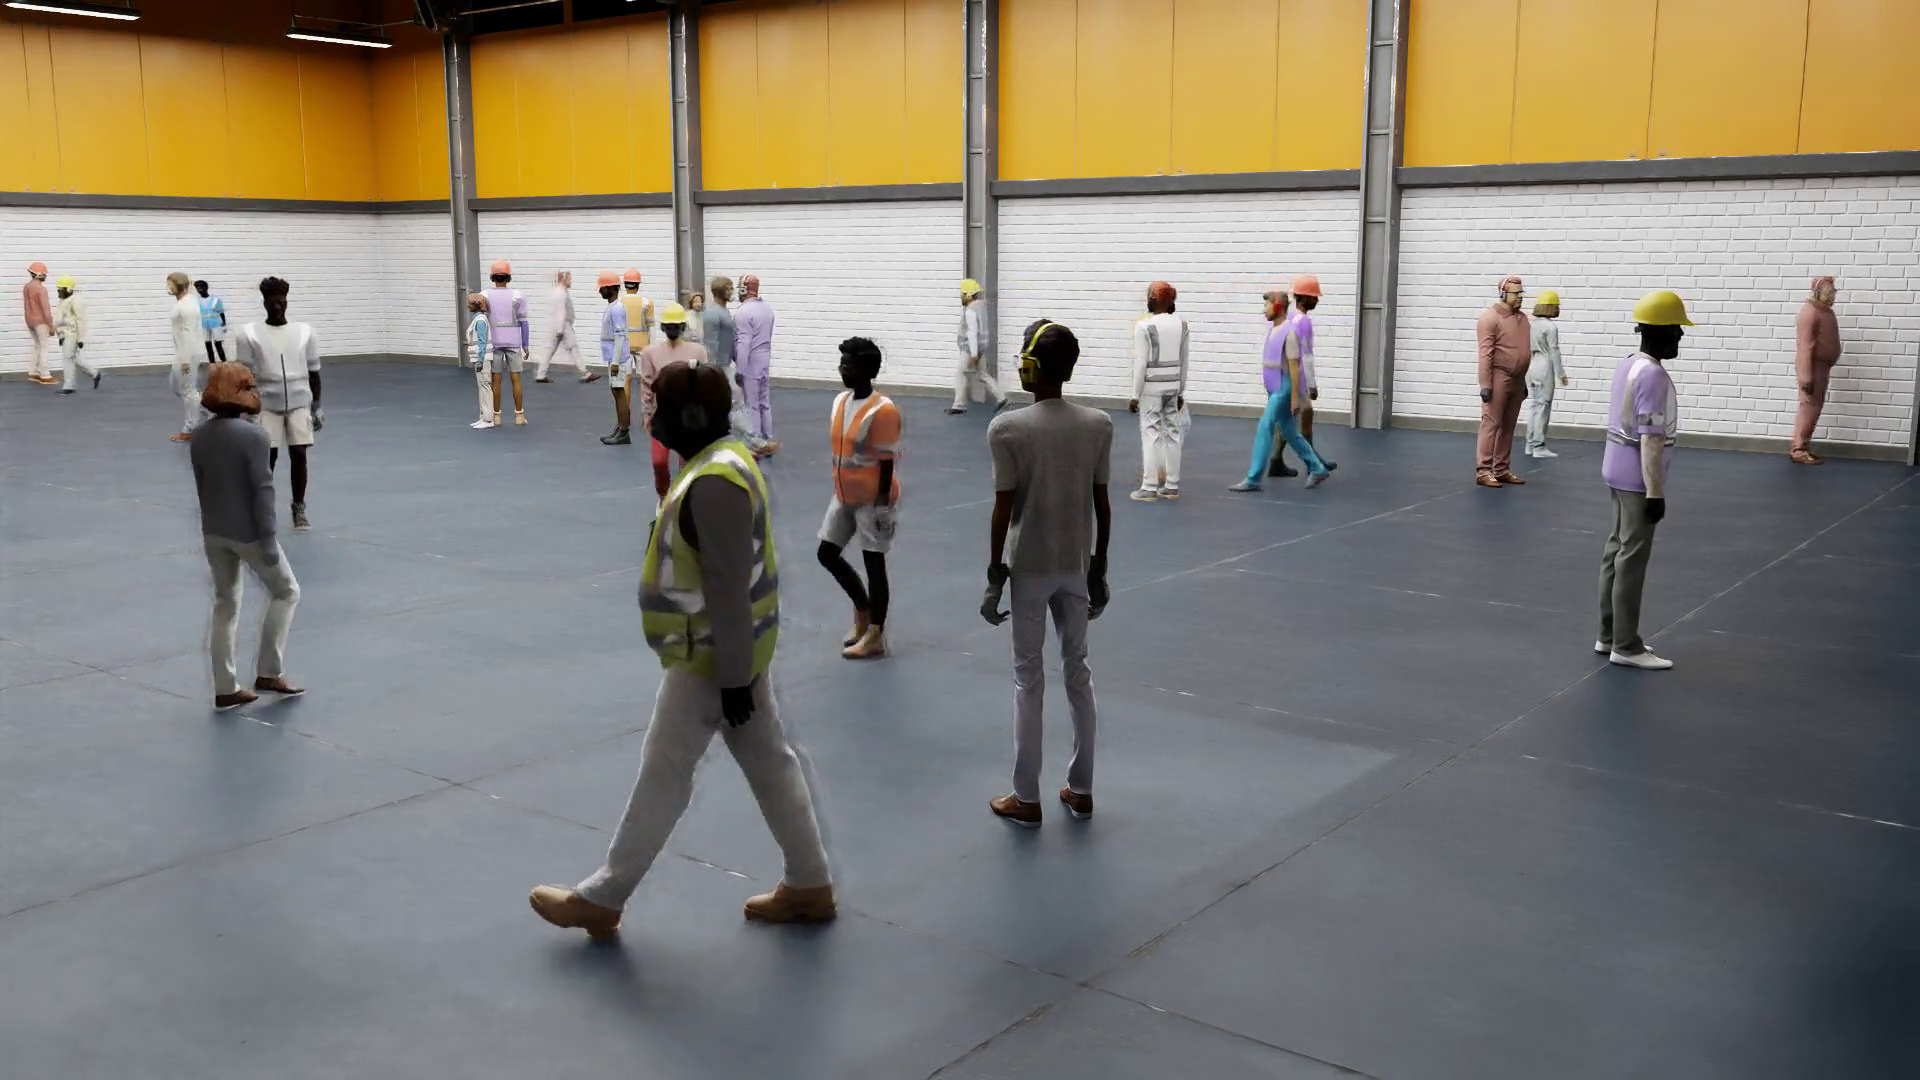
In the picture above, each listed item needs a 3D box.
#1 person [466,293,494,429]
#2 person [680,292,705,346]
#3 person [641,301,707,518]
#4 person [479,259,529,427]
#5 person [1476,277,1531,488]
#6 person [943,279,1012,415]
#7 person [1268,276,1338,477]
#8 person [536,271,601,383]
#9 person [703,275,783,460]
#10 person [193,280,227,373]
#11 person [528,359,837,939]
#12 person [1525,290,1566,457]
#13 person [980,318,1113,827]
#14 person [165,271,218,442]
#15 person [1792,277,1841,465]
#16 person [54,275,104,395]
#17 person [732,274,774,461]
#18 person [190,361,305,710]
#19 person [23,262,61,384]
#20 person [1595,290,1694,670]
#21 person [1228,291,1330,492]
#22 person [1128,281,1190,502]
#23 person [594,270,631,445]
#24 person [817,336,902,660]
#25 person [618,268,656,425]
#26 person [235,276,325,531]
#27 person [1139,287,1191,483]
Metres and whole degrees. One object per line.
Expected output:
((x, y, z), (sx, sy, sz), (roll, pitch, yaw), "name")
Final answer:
((-5.825, -2.172, 20.211), (0.309, 1.641, 0.513), (-3, 10, -19), "person")
((-3.323, -2.342, 21.224), (0.540, 1.620, 0.560), (-6, 11, -31), "person")
((-2.209, -0.972, 12.917), (0.525, 1.755, 0.387), (-1, 10, -8), "person")
((-5.591, -2.407, 20.399), (0.609, 2.048, 0.367), (-2, 10, -11), "person")
((4.976, -1.435, 15.150), (0.652, 1.906, 0.404), (-7, 12, -37), "person")
((0.242, -2.514, 21.757), (0.850, 1.802, 0.593), (3, 10, 18), "person")
((3.313, -1.531, 15.723), (0.850, 1.900, 0.561), (-1, 10, -7), "person")
((-6.523, -3.496, 27.354), (1.047, 1.843, 0.635), (-6, 11, -30), "person")
((-2.309, -1.736, 16.964), (0.973, 1.890, 0.635), (-1, 10, -6), "person")
((-13.301, -3.775, 29.454), (0.549, 1.660, 0.455), (-2, 10, -10), "person")
((-0.836, 0.341, 5.147), (0.971, 1.786, 0.645), (-1, 10, -5), "person")
((6.107, -1.727, 17.342), (0.335, 1.743, 0.492), (-1, 10, -6), "person")
((0.318, 0.125, 6.159), (0.516, 1.877, 0.327), (-4, 11, -23), "person")
((-8.669, -2.060, 18.727), (0.505, 1.926, 0.649), (-5, 11, -27), "person")
((8.661, -1.698, 16.802), (0.433, 1.871, 0.781), (8, 13, 39), "person")
((-13.361, -3.096, 25.105), (0.701, 1.807, 0.597), (-9, 14, -44), "person")
((-2.155, -1.764, 17.068), (0.403, 1.906, 0.651), (3, 10, 19), "person")
((-3.319, -0.022, 7.765), (0.524, 1.614, 0.524), (4, 11, 24), "person")
((-14.952, -3.520, 27.041), (0.652, 1.986, 0.415), (7, 12, 34), "person")
((3.509, -0.313, 8.553), (0.383, 1.928, 0.588), (2, 10, 9), "person")
((2.901, -1.324, 14.846), (0.945, 1.797, 0.578), (-1, 10, -6), "person")
((1.700, -1.262, 14.234), (0.597, 1.879, 0.351), (-6, 12, -33), "person")
((-3.855, -2.027, 18.504), (0.358, 1.938, 0.542), (-3, 10, -16), "person")
((-0.516, -0.214, 8.654), (0.366, 1.685, 0.551), (-8, 12, -38), "person")
((-4.044, -2.387, 20.603), (0.553, 1.935, 0.364), (-2, 10, -9), "person")
((-5.228, -1.053, 12.807), (0.608, 1.952, 0.553), (-6, 11, -31), "person")
((1.843, -1.410, 15.221), (0.455, 1.828, 0.650), (-5, 11, -25), "person")
